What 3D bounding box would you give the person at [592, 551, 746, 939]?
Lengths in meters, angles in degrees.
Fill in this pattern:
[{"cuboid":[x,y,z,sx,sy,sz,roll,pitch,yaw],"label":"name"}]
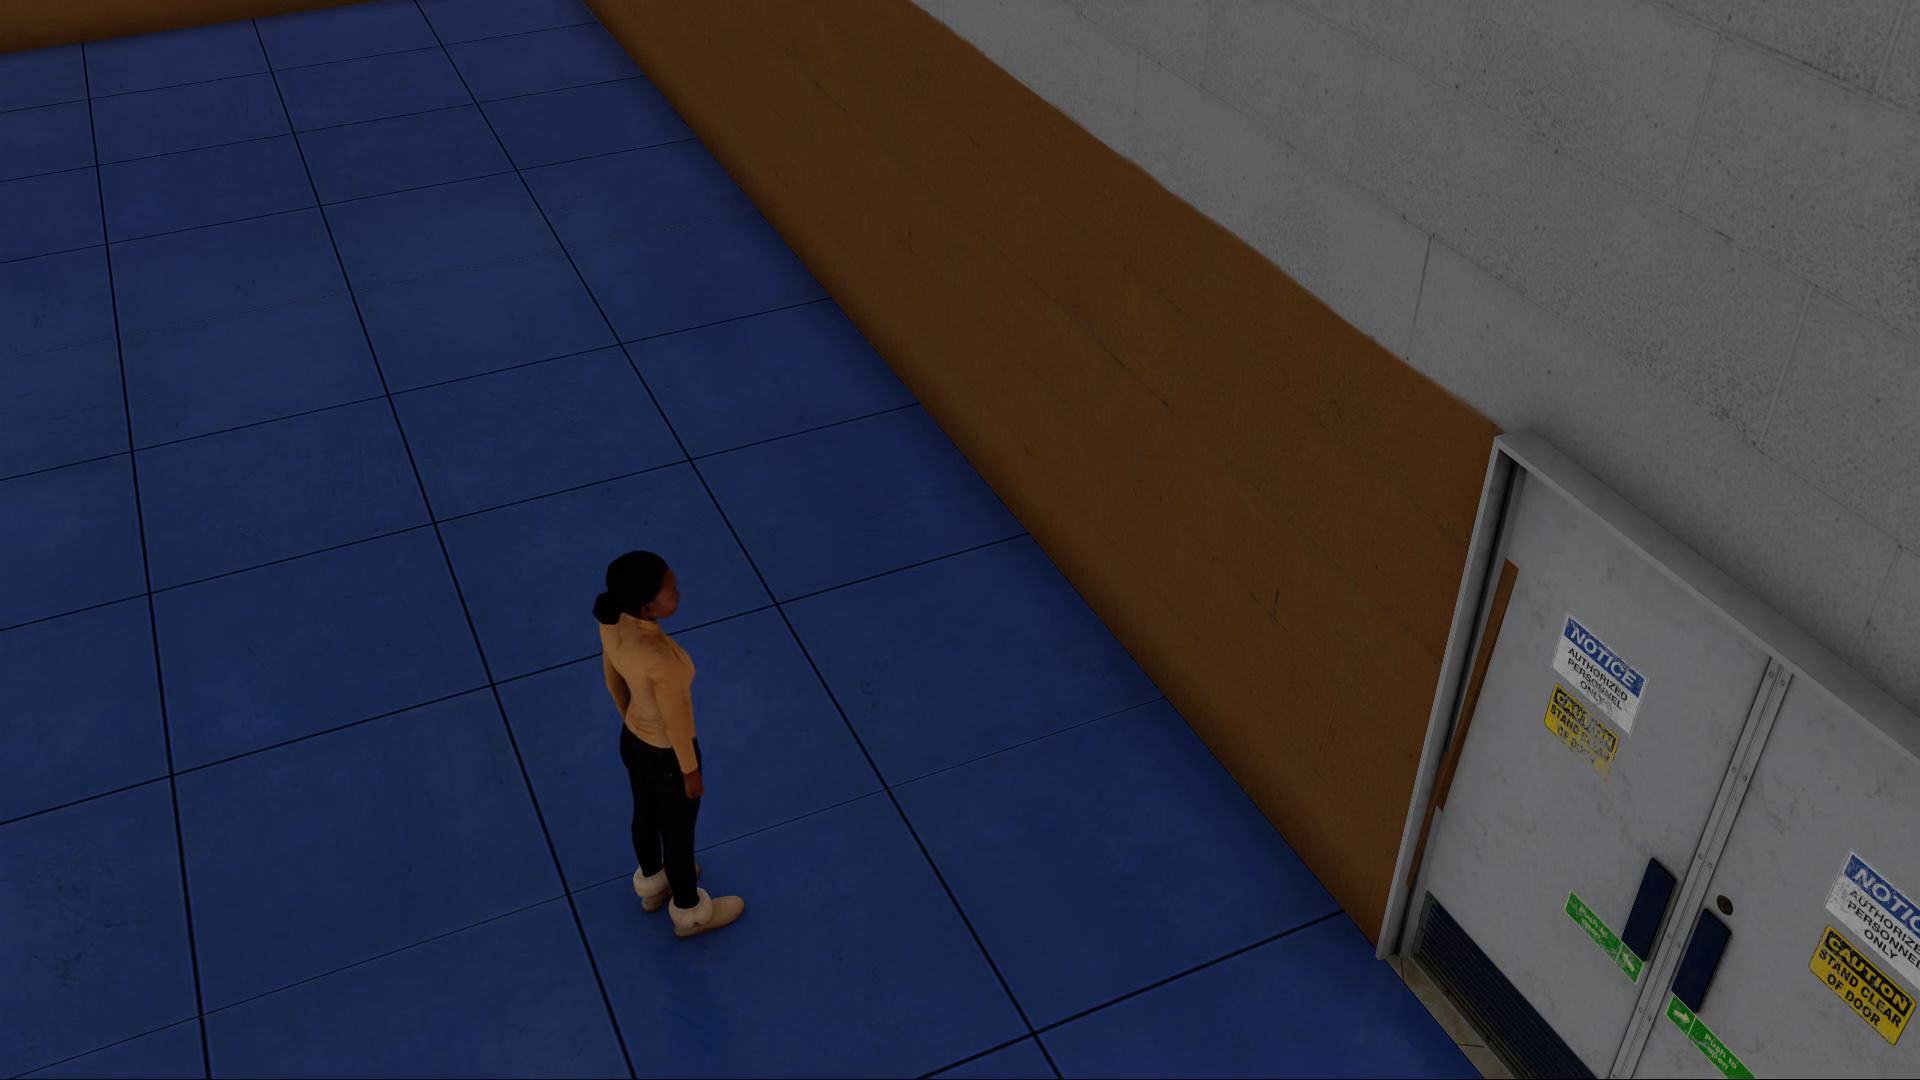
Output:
[{"cuboid":[-1.067,0.733,5.863,0.631,1.658,0.652,-28,45,-32],"label":"person"}]
